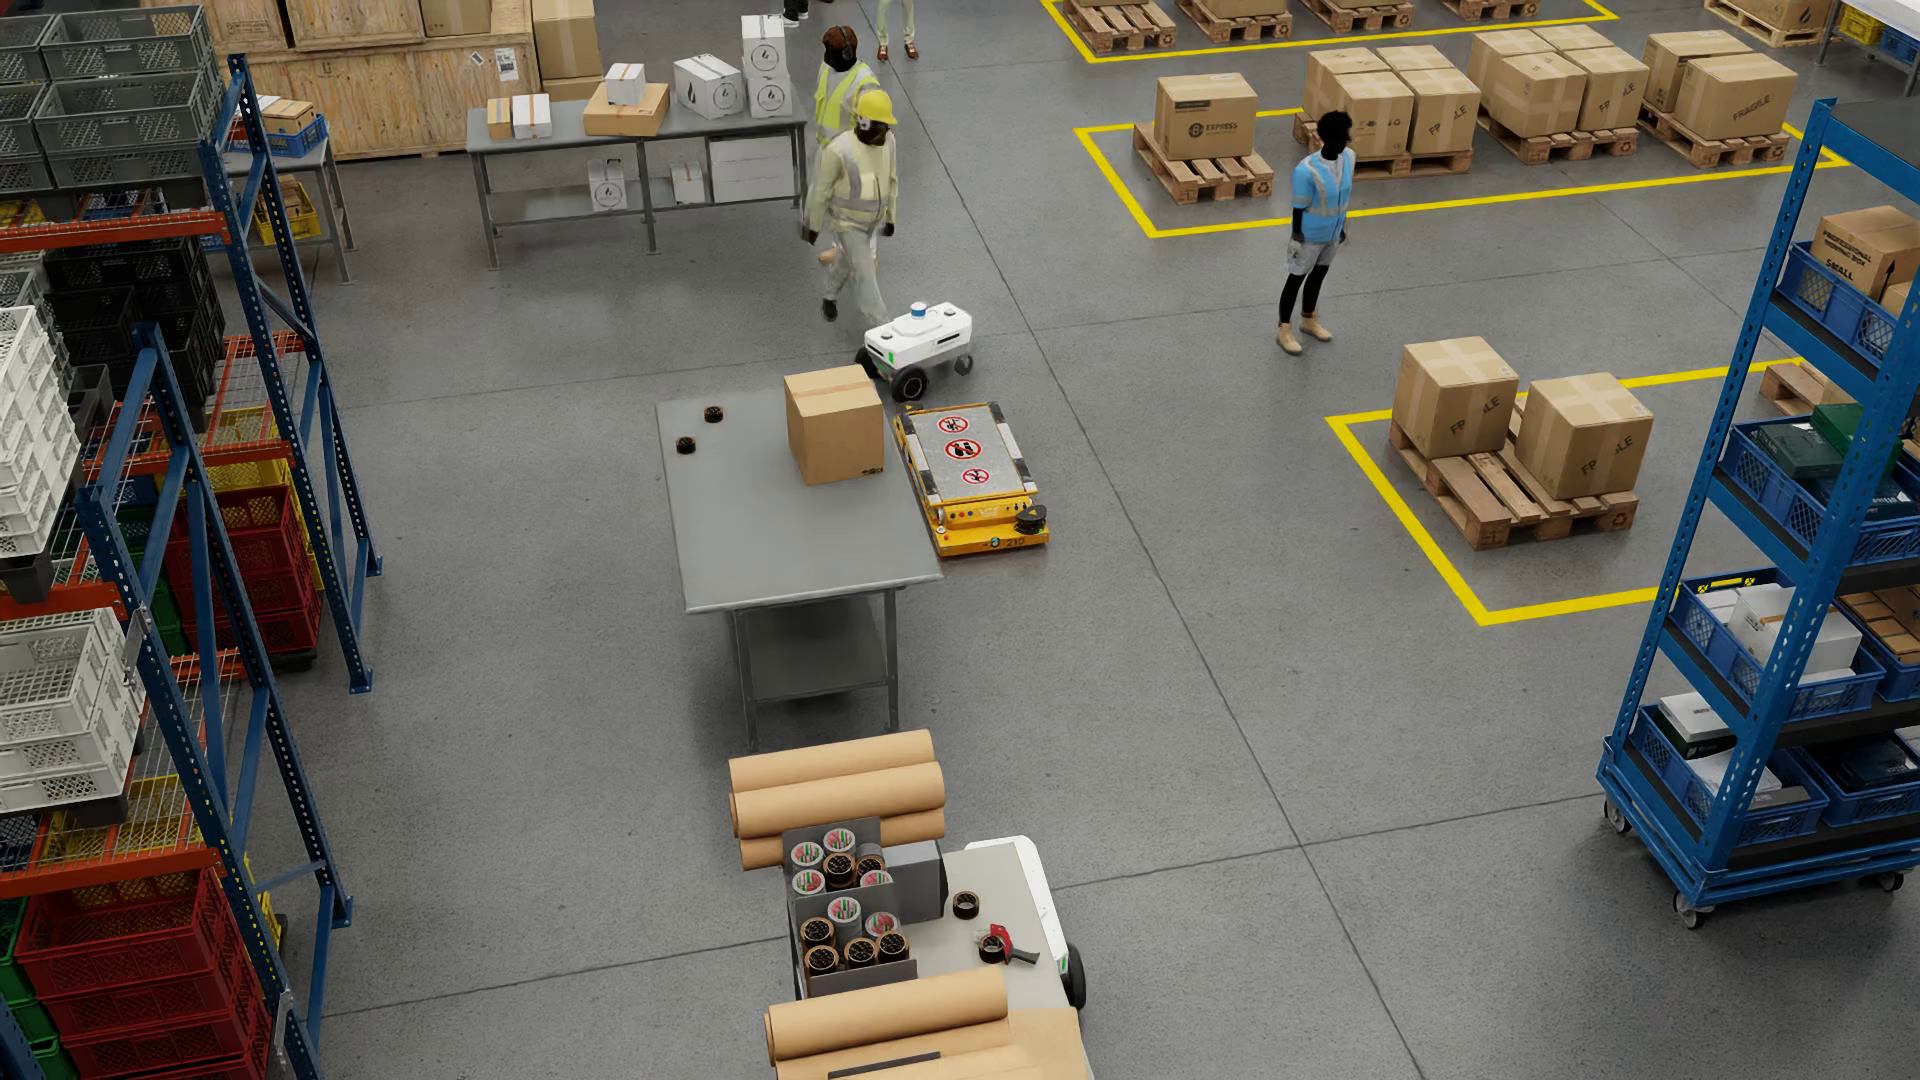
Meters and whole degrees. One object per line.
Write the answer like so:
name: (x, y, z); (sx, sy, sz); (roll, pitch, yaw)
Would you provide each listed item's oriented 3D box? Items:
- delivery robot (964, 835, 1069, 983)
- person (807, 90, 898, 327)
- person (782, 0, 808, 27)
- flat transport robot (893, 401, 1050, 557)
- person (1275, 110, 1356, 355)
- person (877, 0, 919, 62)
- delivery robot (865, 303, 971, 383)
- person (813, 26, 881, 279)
delivery robot: (0.224, 1.590, 7.082); (0.477, 0.478, 0.707); (-7, 37, -9)
person: (-0.711, -2.199, 11.250); (0.910, 1.766, 0.630); (28, 45, 32)
person: (-1.696, -5.992, 16.213); (0.392, 1.920, 0.587); (15, 39, 19)
flat transport robot: (0.046, -0.430, 10.108); (0.652, 0.197, 1.431); (-8, 37, -10)
person: (2.392, -2.064, 11.117); (0.540, 1.695, 0.317); (-25, 43, -29)
person: (-0.591, -5.385, 15.456); (0.514, 1.860, 0.366); (-7, 37, -10)
delivery robot: (-0.271, -1.339, 11.018); (0.707, 0.478, 0.477); (-25, 43, -29)
person: (-0.821, -2.791, 11.976); (0.429, 1.842, 0.635); (-26, 44, -30)
